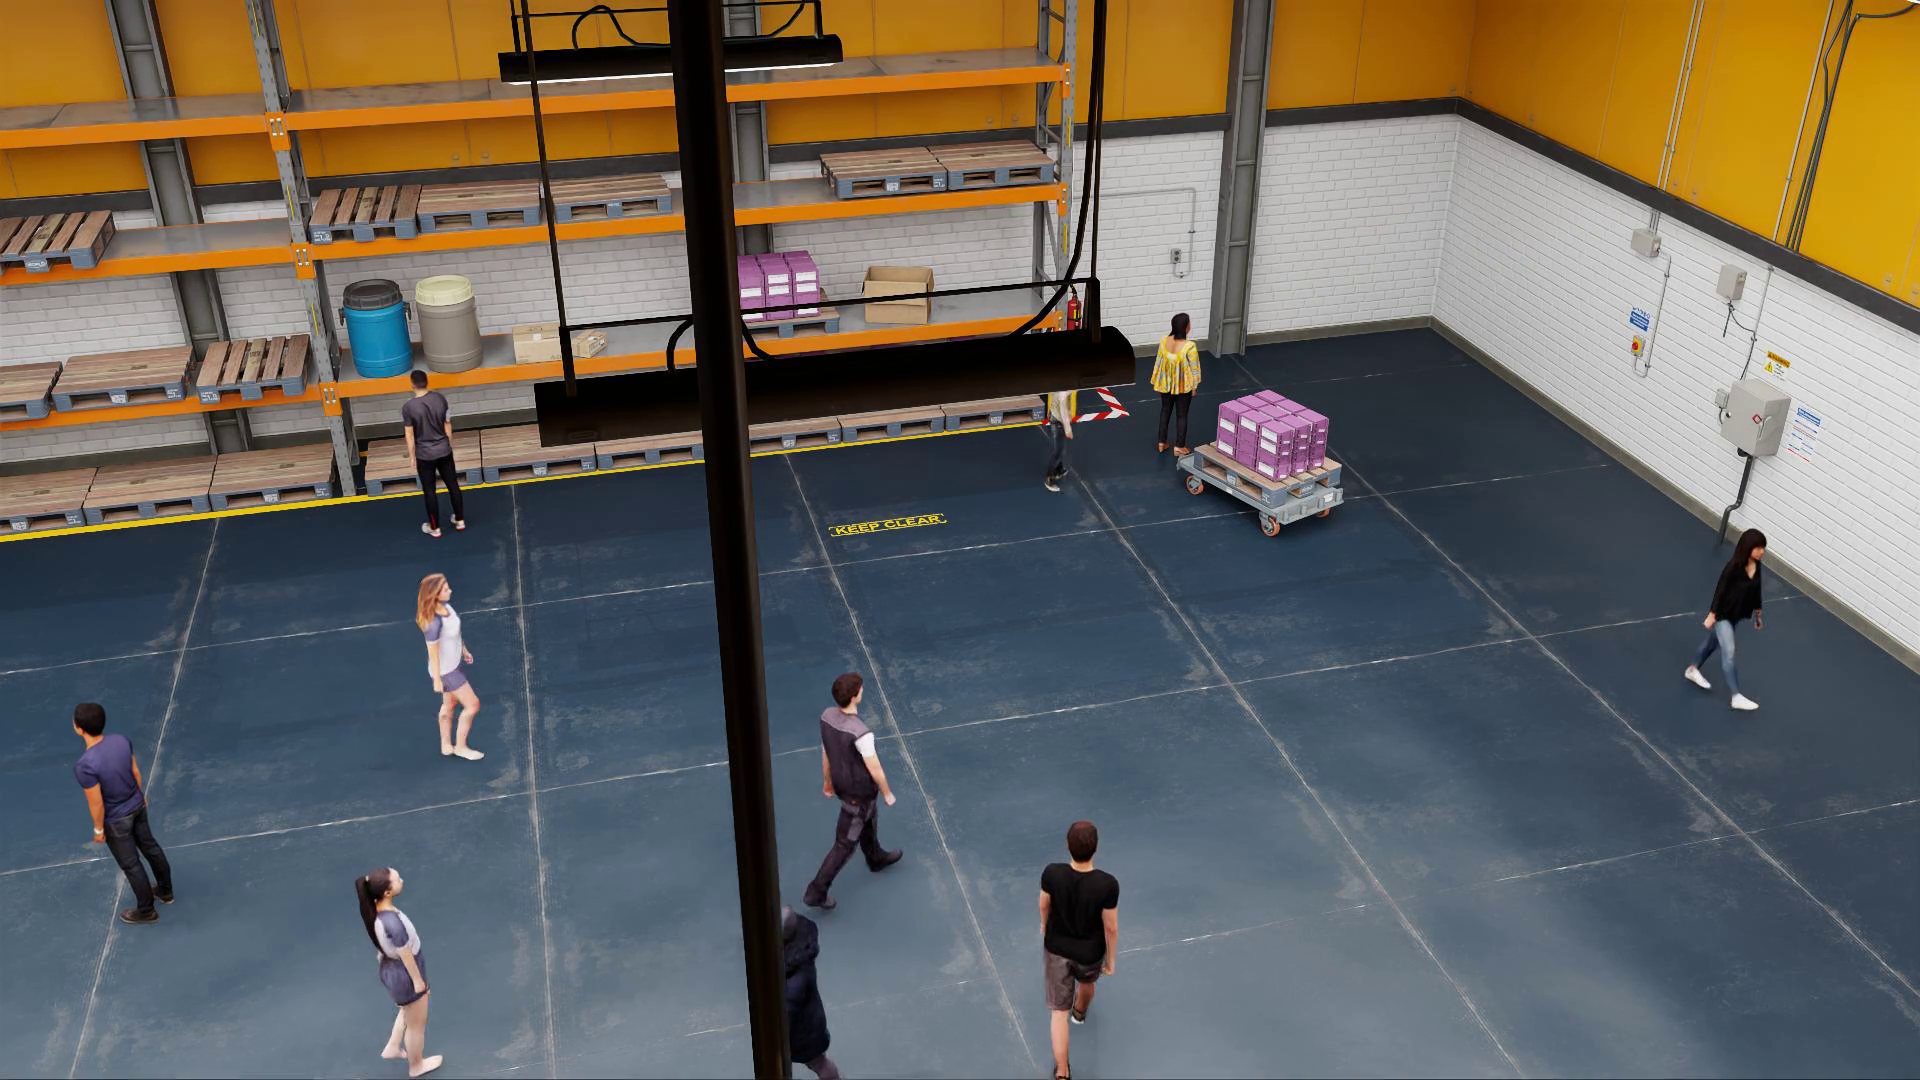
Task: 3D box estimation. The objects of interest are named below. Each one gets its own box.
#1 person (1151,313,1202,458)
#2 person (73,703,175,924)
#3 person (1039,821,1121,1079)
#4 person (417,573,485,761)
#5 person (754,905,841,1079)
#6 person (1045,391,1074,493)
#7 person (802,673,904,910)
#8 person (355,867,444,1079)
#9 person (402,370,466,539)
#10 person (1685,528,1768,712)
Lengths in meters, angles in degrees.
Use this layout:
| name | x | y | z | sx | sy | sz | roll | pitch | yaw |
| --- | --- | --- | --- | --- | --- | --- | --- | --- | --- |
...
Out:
| name | x | y | z | sx | sy | sz | roll | pitch | yaw |
| --- | --- | --- | --- | --- | --- | --- | --- | --- | --- |
| person | 2.395 | -1.726 | 18.427 | 0.880 | 1.653 | 0.934 | 21 | 35 | 33 |
| person | -5.859 | 1.901 | 11.633 | 0.711 | 1.793 | 0.717 | 7 | 29 | 13 |
| person | 0.689 | 2.601 | 10.324 | 1.239 | 1.818 | 1.021 | 4 | 29 | 7 |
| person | -4.193 | 1.028 | 13.313 | 0.629 | 1.717 | 0.625 | -5 | 29 | -8 |
| person | -0.919 | 2.873 | 10.018 | 0.998 | 1.633 | 0.665 | -8 | 30 | -15 |
| person | 1.073 | -1.286 | 17.839 | 0.632 | 1.444 | 0.772 | -6 | 29 | -12 |
| person | -0.830 | 1.808 | 11.781 | 1.278 | 1.814 | 0.991 | -20 | 35 | -33 |
| person | -3.535 | 2.722 | 10.288 | 0.712 | 1.639 | 0.689 | -20 | 34 | -32 |
| person | -5.312 | -0.879 | 16.763 | 0.607 | 1.761 | 0.754 | -21 | 35 | -33 |
| person | 6.512 | 0.598 | 14.209 | 1.004 | 1.613 | 0.826 | -15 | 32 | -25 |
